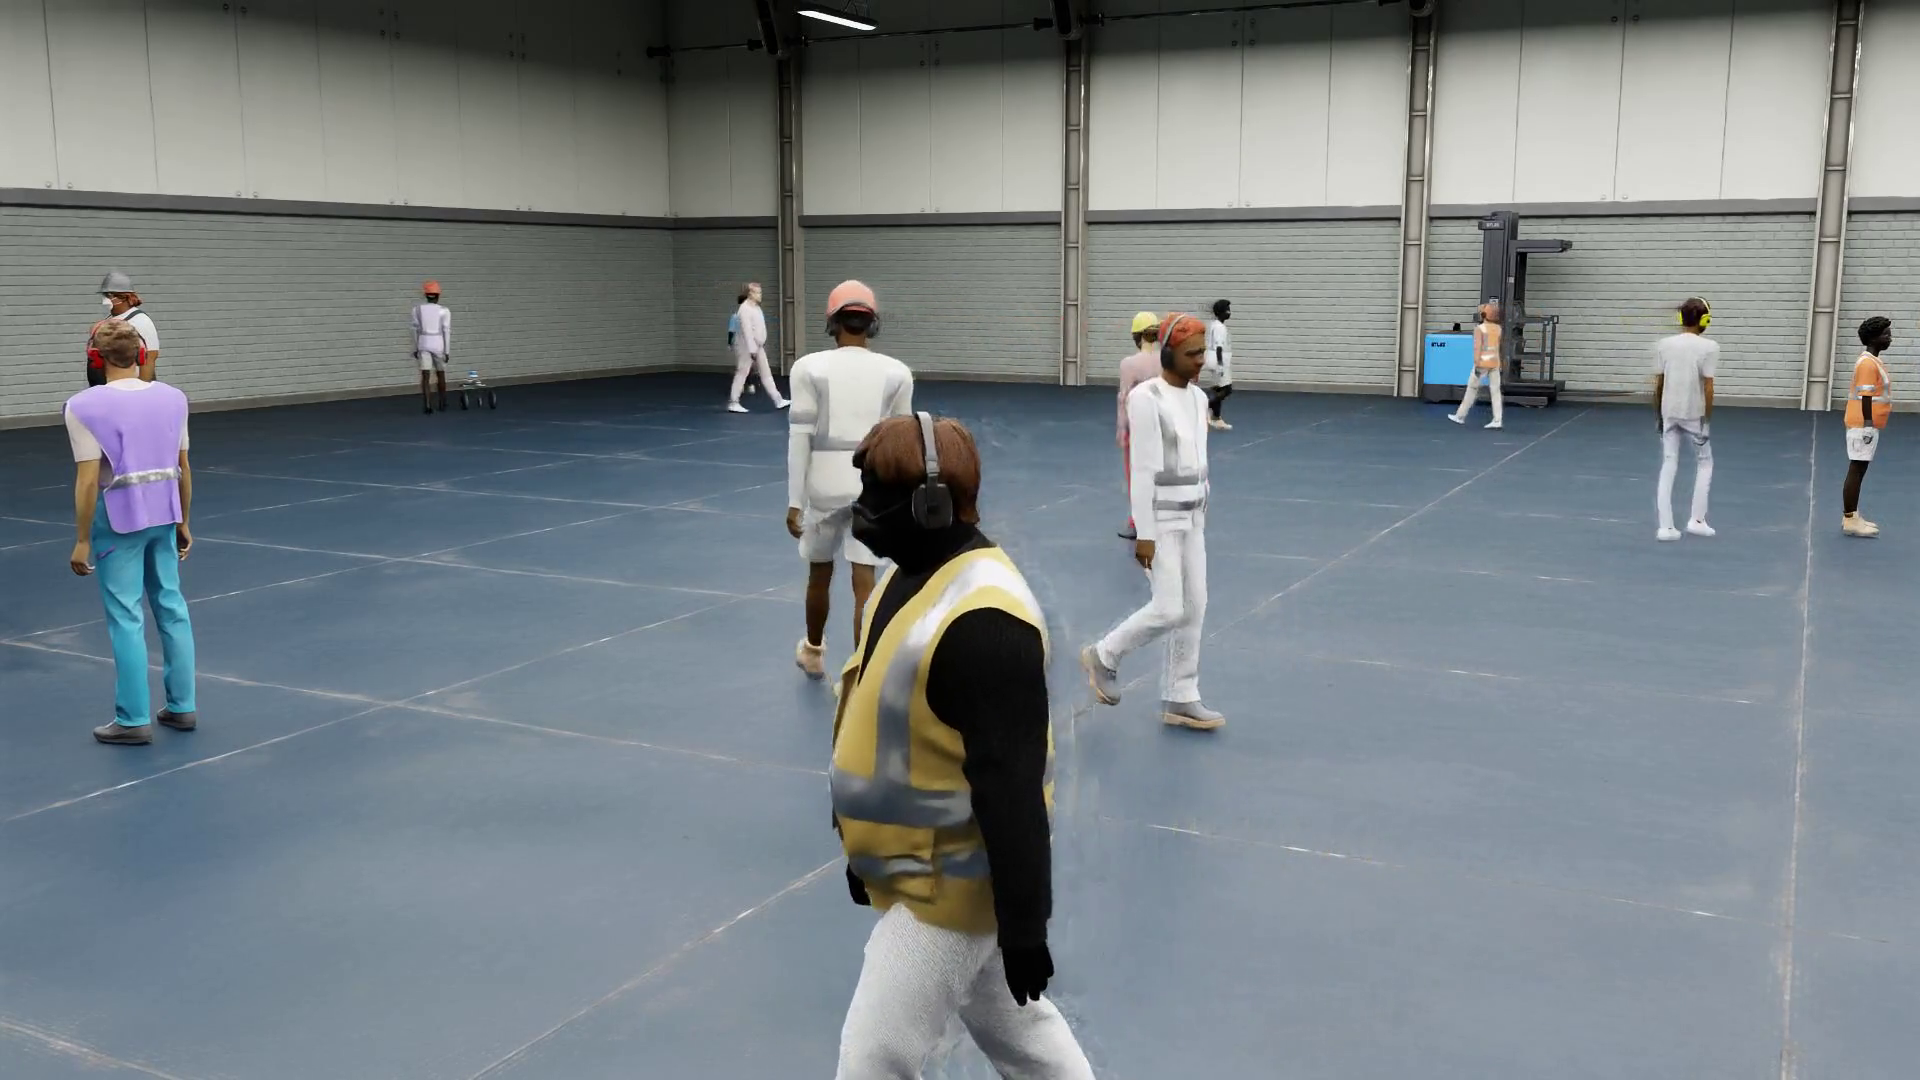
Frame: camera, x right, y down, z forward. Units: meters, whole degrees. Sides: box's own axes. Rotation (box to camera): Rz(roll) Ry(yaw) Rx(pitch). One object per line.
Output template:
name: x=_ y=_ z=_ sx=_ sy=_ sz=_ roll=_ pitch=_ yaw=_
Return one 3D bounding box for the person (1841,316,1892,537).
person: x=7.072 y=-0.891 z=12.972 sx=0.318 sy=1.696 sz=0.532 roll=5 pitch=10 yaw=28

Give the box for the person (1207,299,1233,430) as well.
person: x=3.334 y=-2.243 z=21.310 sx=0.370 sy=1.686 sz=0.550 roll=1 pitch=9 yaw=6

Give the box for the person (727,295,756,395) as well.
person: x=-3.565 y=-3.231 z=27.541 sx=0.543 sy=1.654 sz=0.862 roll=-7 pitch=11 yaw=-35

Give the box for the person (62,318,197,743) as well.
person: x=-3.602 y=-0.041 z=7.274 sx=0.375 sy=1.842 sz=0.574 roll=4 pitch=10 yaw=26

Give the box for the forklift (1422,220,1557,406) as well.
forklift: x=8.245 y=-3.527 z=25.720 sx=1.873 sy=2.768 sz=1.129 roll=5 pitch=10 yaw=27

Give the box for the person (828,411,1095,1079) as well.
person: x=-0.018 y=0.638 z=3.267 sx=0.970 sy=1.793 sz=0.643 roll=-2 pitch=9 yaw=-11

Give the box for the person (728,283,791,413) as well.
person: x=-2.917 y=-2.763 z=24.027 sx=0.988 sy=1.855 sz=0.674 roll=2 pitch=9 yaw=13

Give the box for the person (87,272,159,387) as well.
person: x=-7.459 y=-1.339 z=14.805 sx=0.676 sy=2.000 sz=0.536 roll=7 pitch=11 yaw=36

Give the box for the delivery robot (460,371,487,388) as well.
delivery robot: x=-7.269 y=-2.408 z=24.881 sx=0.335 sy=0.223 sz=0.699 roll=-5 pitch=11 yaw=-29

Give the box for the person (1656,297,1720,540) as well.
person: x=5.583 y=-0.932 z=12.771 sx=0.665 sy=1.848 sz=0.515 roll=-9 pitch=13 yaw=-43

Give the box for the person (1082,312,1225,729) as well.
person: x=0.892 y=-0.083 z=7.454 sx=0.573 sy=1.871 sz=0.593 roll=8 pitch=12 yaw=39

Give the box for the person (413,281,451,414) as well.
person: x=-7.651 y=-2.791 z=24.098 sx=0.555 sy=1.904 sz=0.960 roll=-2 pitch=9 yaw=-10

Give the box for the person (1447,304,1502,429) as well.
person: x=6.784 y=-2.263 z=21.686 sx=0.541 sy=1.596 sz=0.837 roll=-5 pitch=11 yaw=-30

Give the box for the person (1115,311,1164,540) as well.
person: x=1.457 y=-0.849 z=12.575 sx=0.527 sy=1.746 sz=0.594 roll=-6 pitch=11 yaw=-33

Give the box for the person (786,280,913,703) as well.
person: x=-0.559 y=-0.240 z=8.043 sx=0.632 sy=1.990 sz=1.000 roll=-2 pitch=10 yaw=-15
